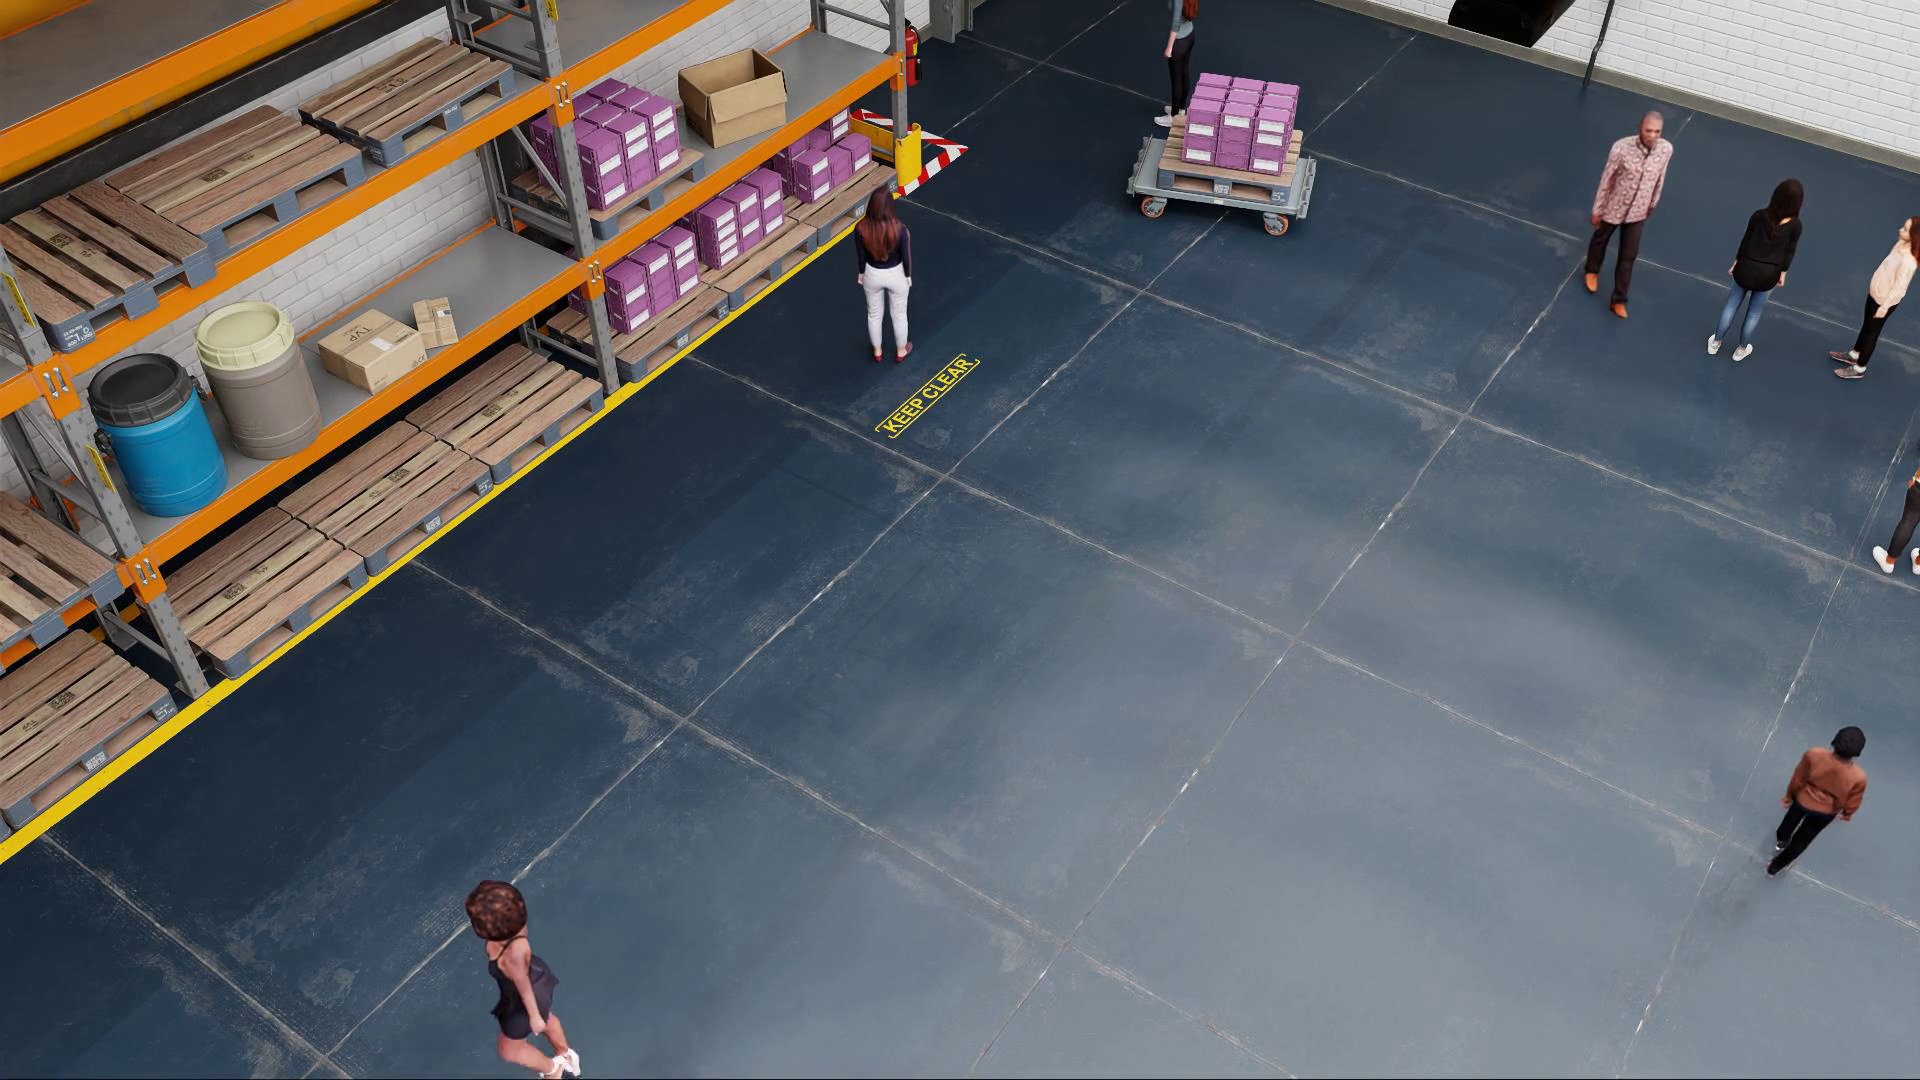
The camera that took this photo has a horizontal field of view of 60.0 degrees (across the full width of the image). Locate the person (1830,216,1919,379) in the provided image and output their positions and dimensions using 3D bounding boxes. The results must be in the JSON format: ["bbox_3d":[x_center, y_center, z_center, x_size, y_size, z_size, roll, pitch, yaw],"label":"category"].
[{"bbox_3d":[7.393,-1.953,13.303,0.695,1.484,0.564,10,44,10],"label":"person"}]

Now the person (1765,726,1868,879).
[{"bbox_3d":[5.005,1.576,9.775,0.712,1.240,0.605,-32,52,-29],"label":"person"}]

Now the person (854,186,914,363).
[{"bbox_3d":[-0.604,-2.134,13.403,0.676,1.607,0.676,4,44,4],"label":"person"}]

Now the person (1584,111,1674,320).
[{"bbox_3d":[5.584,-2.848,14.036,1.035,1.768,1.211,4,44,4],"label":"person"}]

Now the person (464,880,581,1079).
[{"bbox_3d":[-2.158,2.324,8.601,0.769,1.778,0.719,-13,45,-14],"label":"person"}]

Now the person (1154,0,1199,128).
[{"bbox_3d":[2.137,-4.847,16.153,0.645,1.743,0.474,24,49,23],"label":"person"}]

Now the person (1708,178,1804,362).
[{"bbox_3d":[6.447,-2.185,13.430,0.580,1.645,0.518,23,48,22],"label":"person"}]
